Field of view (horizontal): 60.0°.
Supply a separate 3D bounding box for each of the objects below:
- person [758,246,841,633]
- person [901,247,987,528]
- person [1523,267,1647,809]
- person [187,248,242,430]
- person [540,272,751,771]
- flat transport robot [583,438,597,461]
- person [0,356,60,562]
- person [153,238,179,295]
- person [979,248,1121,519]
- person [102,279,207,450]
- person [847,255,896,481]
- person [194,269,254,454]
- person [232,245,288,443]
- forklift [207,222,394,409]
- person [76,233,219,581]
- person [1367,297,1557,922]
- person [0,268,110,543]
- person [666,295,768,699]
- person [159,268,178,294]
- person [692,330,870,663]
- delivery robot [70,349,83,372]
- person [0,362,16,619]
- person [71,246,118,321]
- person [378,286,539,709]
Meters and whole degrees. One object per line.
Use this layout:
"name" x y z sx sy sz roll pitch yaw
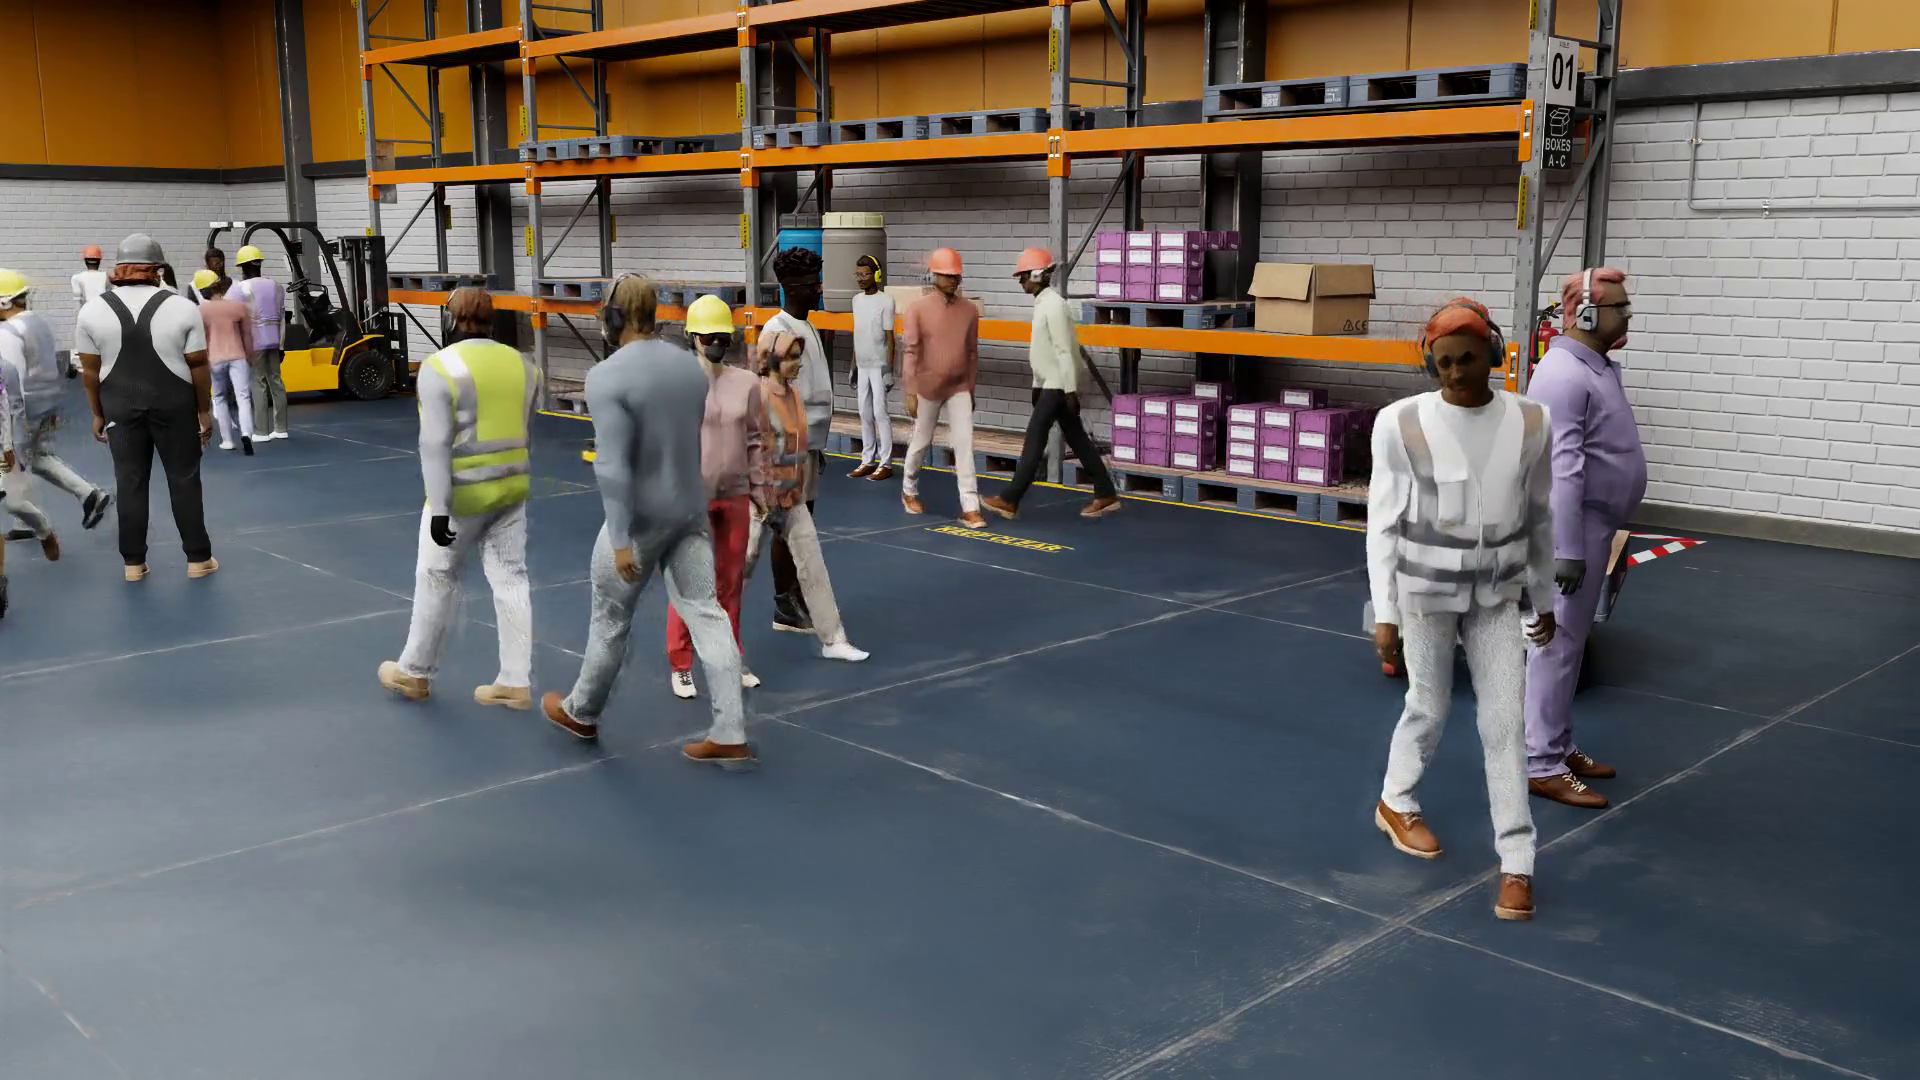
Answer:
"person" -0.829 -0.516 8.564 0.367 1.966 0.607 2 11 8
"person" -0.157 -1.095 11.786 0.637 1.949 1.027 -5 12 -26
"person" 2.240 -0.017 5.994 0.410 1.913 0.643 5 12 26
"person" -7.813 -2.125 17.543 0.591 1.895 0.778 -10 14 -42
"person" -1.216 -0.075 6.392 1.040 1.873 0.624 7 13 34
"flat transport robot" -2.607 -0.765 14.545 1.431 0.197 0.652 9 14 42
"person" -5.634 -0.535 9.665 0.502 1.604 0.695 -1 10 -5
"person" -11.051 -3.149 22.895 0.636 1.980 0.436 1 10 5
"person" 0.680 -1.102 11.844 1.062 1.927 0.659 0 10 -1
"person" -7.609 -1.757 15.558 1.022 1.873 0.671 1 10 4
"person" -0.742 -1.422 13.806 0.333 1.860 0.509 -10 14 -43
"person" -6.812 -1.653 15.438 0.543 1.715 0.809 -6 12 -30
"person" -6.866 -1.913 16.297 0.371 1.923 0.586 5 11 25
"forklift" -8.169 -2.758 20.163 2.313 2.155 1.214 -10 14 -44
"person" -4.769 -0.785 9.826 0.688 2.000 0.536 -3 11 -15
"person" 1.551 0.178 5.173 0.627 1.856 0.821 -1 10 -4
"person" -6.058 -0.870 10.918 0.610 1.810 0.599 -1 10 -6
"person" -1.085 -0.189 7.328 0.533 1.767 0.327 -7 13 -35
"person" -10.559 -2.806 21.955 0.506 1.632 0.268 -6 12 -28
"person" -0.905 -0.197 7.867 0.887 1.589 0.517 5 11 23
"delivery robot" -12.377 -2.635 23.709 0.477 0.478 0.707 -1 10 -5
"person" -5.295 -0.512 8.761 0.566 1.881 0.995 -7 12 -32
"person" -11.282 -2.901 21.789 0.562 1.893 0.999 -6 12 -29
"person" -2.188 -0.186 7.209 0.875 1.801 0.635 7 12 32
